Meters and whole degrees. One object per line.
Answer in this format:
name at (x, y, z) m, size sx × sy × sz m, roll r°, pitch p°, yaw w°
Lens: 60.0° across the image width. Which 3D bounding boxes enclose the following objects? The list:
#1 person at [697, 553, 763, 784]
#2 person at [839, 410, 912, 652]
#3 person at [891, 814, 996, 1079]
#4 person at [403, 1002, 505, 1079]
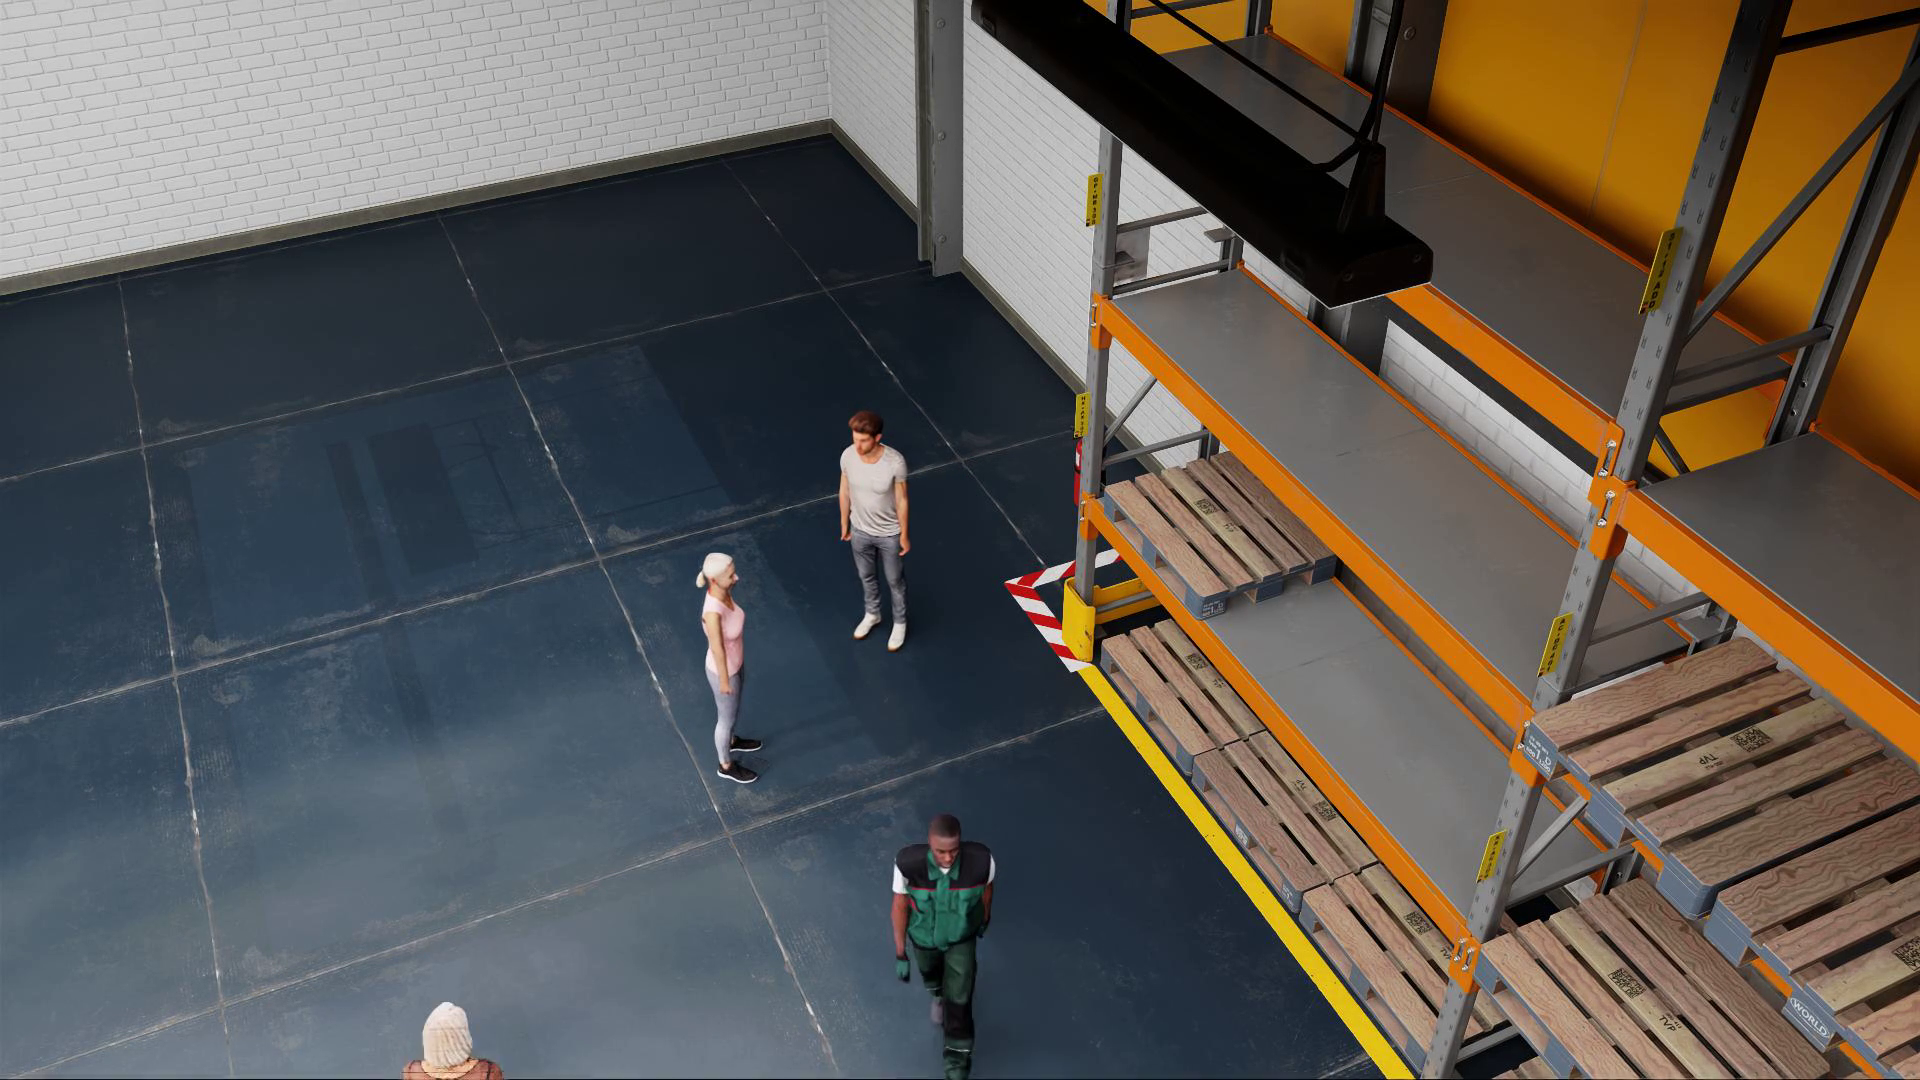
person at (-1.458, 0.760, 10.331) m, size 0.692 × 1.725 × 0.583 m, roll 1°, pitch 39°, yaw 2°
person at (-0.553, -0.098, 11.276) m, size 0.755 × 1.886 × 0.812 m, roll 12°, pitch 40°, yaw 15°
person at (-0.096, 1.979, 8.745) m, size 0.987 × 1.799 × 1.206 m, roll 1°, pitch 39°, yaw 1°
person at (-2.299, 2.846, 7.724) m, size 0.851 × 1.719 × 0.962 m, roll 2°, pitch 39°, yaw 3°
